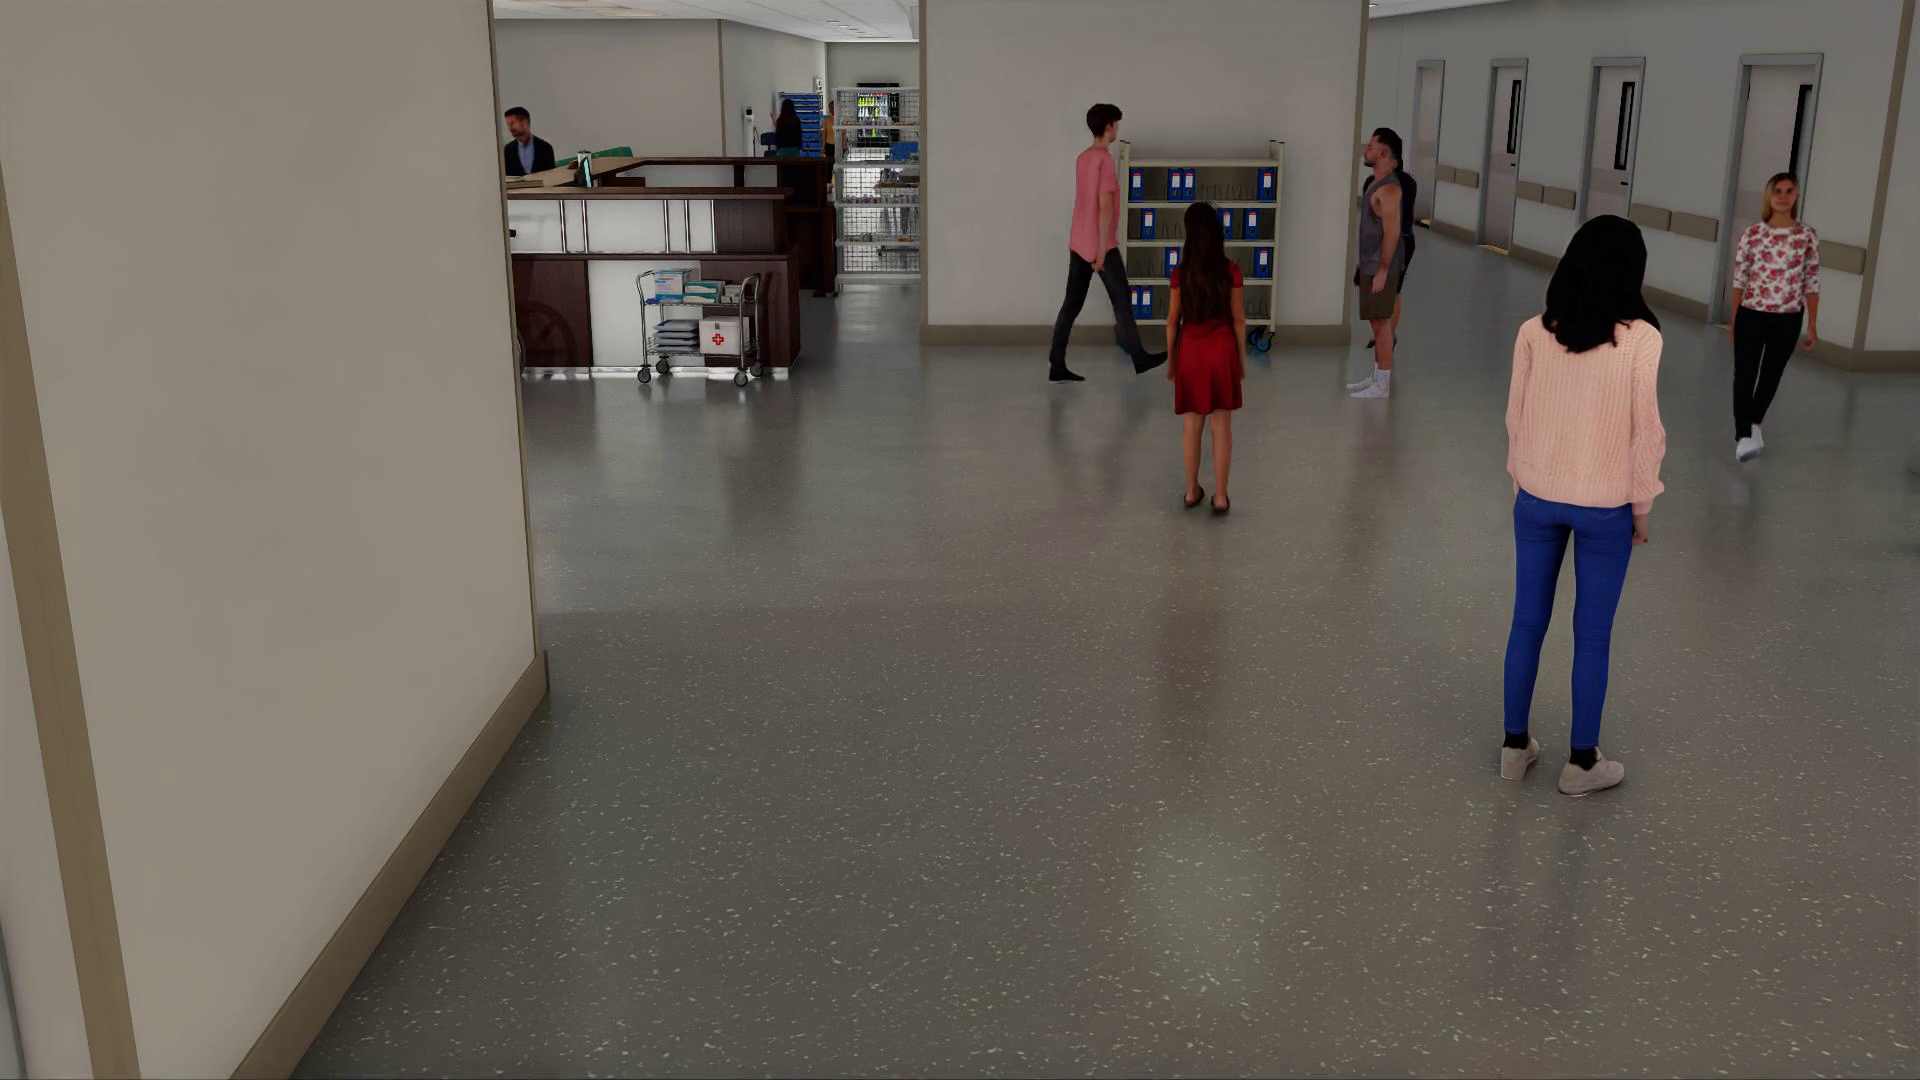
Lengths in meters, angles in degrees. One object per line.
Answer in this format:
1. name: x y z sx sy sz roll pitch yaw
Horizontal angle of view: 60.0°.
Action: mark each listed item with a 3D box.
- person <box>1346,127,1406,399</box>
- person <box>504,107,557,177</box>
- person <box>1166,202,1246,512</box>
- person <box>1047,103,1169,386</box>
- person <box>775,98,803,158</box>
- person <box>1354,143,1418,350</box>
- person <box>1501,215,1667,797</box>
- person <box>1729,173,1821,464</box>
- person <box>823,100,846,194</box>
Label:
1. person: 2.881 -1.877 11.364 0.641 1.846 0.671 3 16 12
2. person: -3.874 -2.971 15.159 1.200 1.816 0.771 -1 16 -5
3. person: 1.217 -0.894 8.301 0.645 1.538 0.696 6 17 20
4. person: 0.838 -1.996 11.527 1.254 1.910 1.029 -9 18 -30
5. person: -2.789 -6.337 27.241 0.466 1.738 0.699 1 16 3
6. person: 3.394 -2.278 12.990 0.873 1.658 0.832 -12 20 -36
7. person: 1.866 -0.098 5.052 0.708 1.770 0.774 14 21 41
8. person: 4.590 -1.236 9.444 1.115 1.576 0.863 5 16 16
9. person: -2.289 -7.178 30.368 0.533 1.659 0.686 2 16 8
